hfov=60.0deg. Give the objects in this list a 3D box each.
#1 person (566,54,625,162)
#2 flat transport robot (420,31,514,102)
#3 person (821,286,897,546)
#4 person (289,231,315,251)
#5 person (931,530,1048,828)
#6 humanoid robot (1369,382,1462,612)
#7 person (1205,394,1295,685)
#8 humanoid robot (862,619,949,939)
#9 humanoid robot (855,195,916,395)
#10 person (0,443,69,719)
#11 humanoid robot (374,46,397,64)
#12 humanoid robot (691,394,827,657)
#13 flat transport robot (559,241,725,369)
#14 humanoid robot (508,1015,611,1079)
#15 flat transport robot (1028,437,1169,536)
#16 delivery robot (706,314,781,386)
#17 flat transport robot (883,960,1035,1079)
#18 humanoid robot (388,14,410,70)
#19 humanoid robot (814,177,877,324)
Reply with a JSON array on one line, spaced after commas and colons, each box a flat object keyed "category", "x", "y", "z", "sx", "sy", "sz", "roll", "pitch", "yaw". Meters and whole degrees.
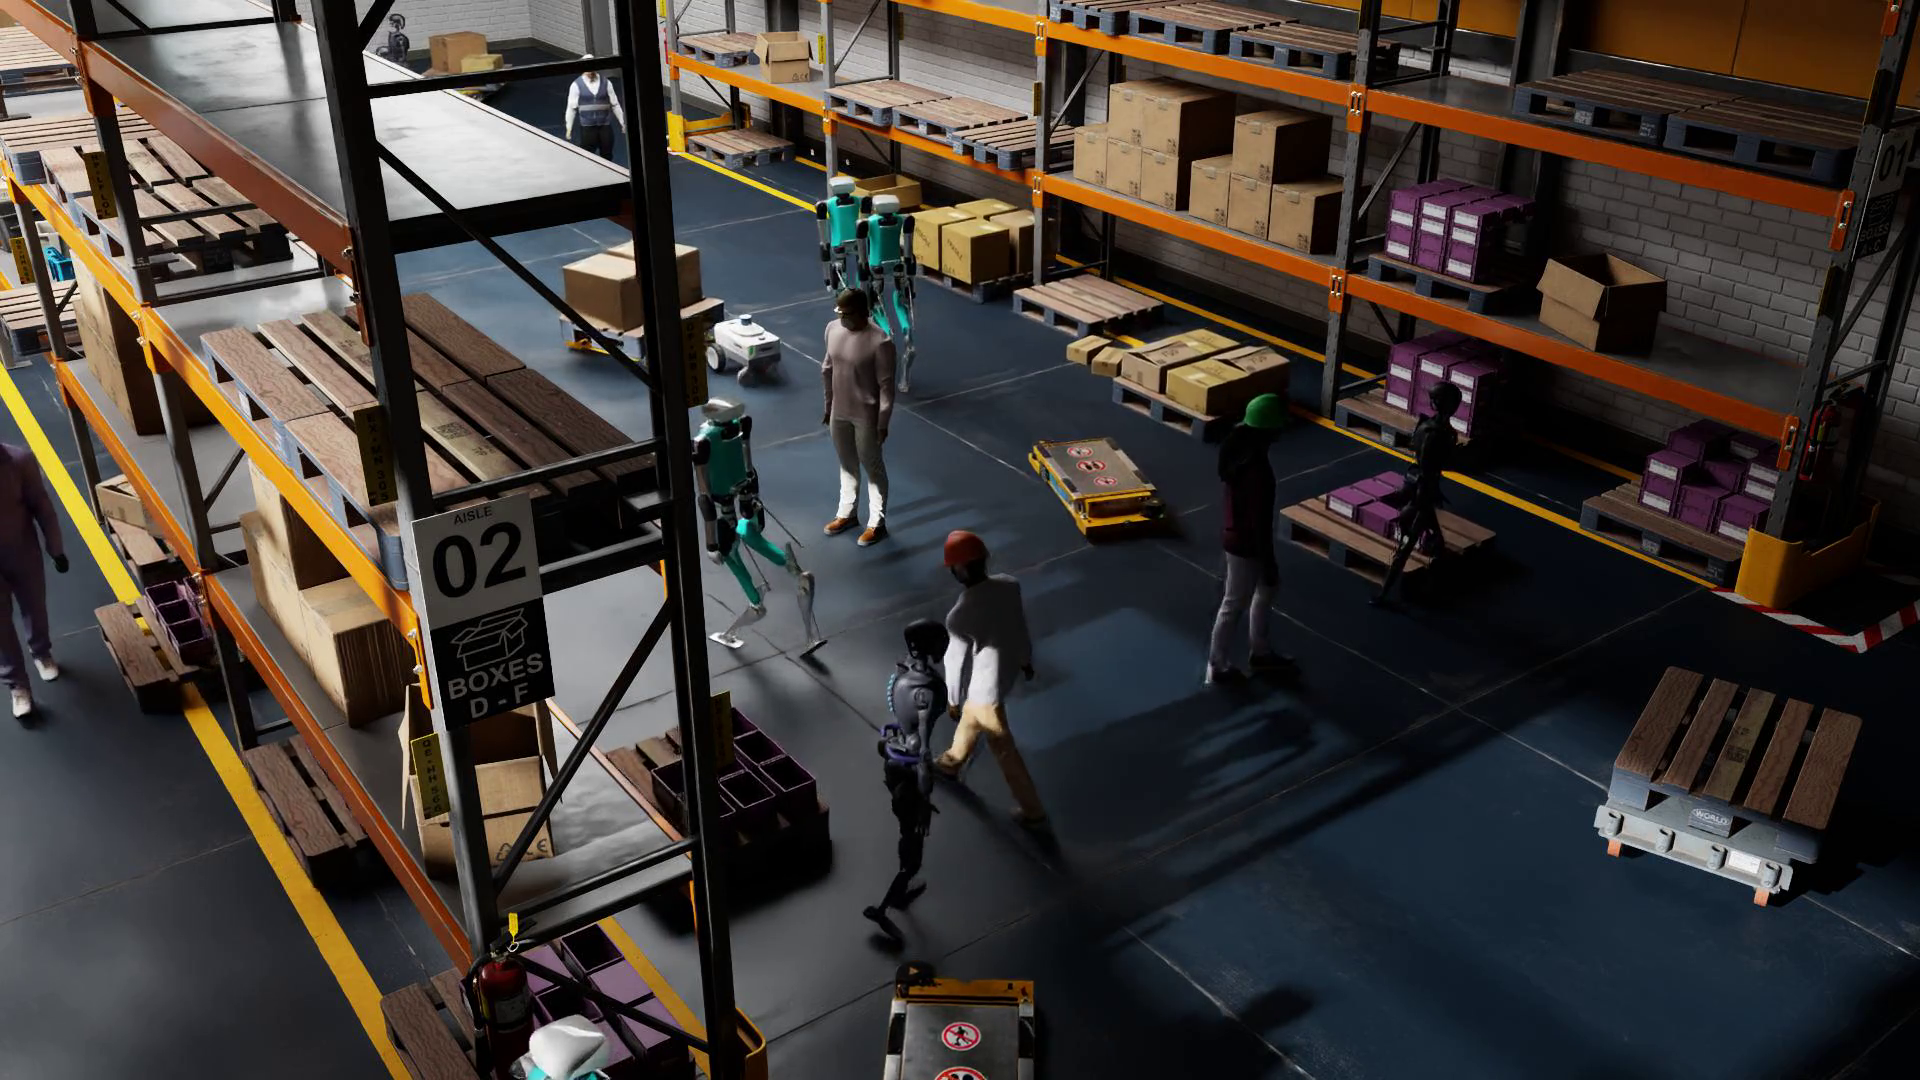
[{"category": "person", "x": -4.477, "y": -5.083, "z": 20.452, "sx": 0.768, "sy": 1.750, "sz": 0.465, "roll": -12, "pitch": 29, "yaw": -22}, {"category": "flat transport robot", "x": -7.652, "y": -6.971, "z": 25.853, "sx": 0.659, "sy": 0.231, "sz": 1.431, "roll": 1, "pitch": 27, "yaw": 2}, {"category": "person", "x": -0.736, "y": -0.898, "z": 11.922, "sx": 0.628, "sy": 1.936, "sz": 0.373, "roll": 19, "pitch": 32, "yaw": 32}, {"category": "person", "x": -5.780, "y": -2.203, "z": 14.721, "sx": 0.342, "sy": 1.744, "sz": 0.560, "roll": 21, "pitch": 34, "yaw": 36}, {"category": "person", "x": 0.149, "y": 0.724, "z": 8.978, "sx": 0.932, "sy": 1.670, "sz": 0.620, "roll": 16, "pitch": 31, "yaw": 29}, {"category": "humanoid robot", "x": 3.091, "y": -0.265, "z": 10.961, "sx": 0.631, "sy": 1.633, "sz": 0.601, "roll": 11, "pitch": 29, "yaw": 22}, {"category": "person", "x": 1.871, "y": 0.024, "z": 10.085, "sx": 0.737, "sy": 1.929, "sz": 0.520, "roll": -1, "pitch": 27, "yaw": -2}, {"category": "humanoid robot", "x": -0.288, "y": 1.136, "z": 8.169, "sx": 0.483, "sy": 1.644, "sz": 0.617, "roll": -5, "pitch": 27, "yaw": -10}, {"category": "humanoid robot", "x": -0.574, "y": -2.067, "z": 14.450, "sx": 0.530, "sy": 1.787, "sz": 0.626, "roll": -10, "pitch": 28, "yaw": -18}, {"category": "person", "x": -5.712, "y": 0.126, "z": 9.943, "sx": 0.666, "sy": 1.870, "sz": 0.894, "roll": -16, "pitch": 31, "yaw": -29}, {"category": "humanoid robot", "x": -7.190, "y": -5.536, "z": 21.451, "sx": 0.615, "sy": 1.640, "sz": 0.612, "roll": -12, "pitch": 29, "yaw": -23}, {"category": "humanoid robot", "x": -1.194, "y": -0.004, "z": 10.399, "sx": 0.994, "sy": 1.774, "sz": 0.530, "roll": 14, "pitch": 30, "yaw": 26}, {"category": "flat transport robot", "x": -2.979, "y": -1.875, "z": 15.717, "sx": 1.431, "sy": 0.231, "sz": 0.659, "roll": 16, "pitch": 31, "yaw": 29}, {"category": "humanoid robot", "x": -1.072, "y": 2.300, "z": 5.815, "sx": 0.581, "sy": 1.786, "sz": 0.886, "roll": 22, "pitch": 34, "yaw": 36}, {"category": "flat transport robot", "x": 1.050, "y": -0.444, "z": 12.870, "sx": 0.659, "sy": 0.231, "sz": 1.431, "roll": -7, "pitch": 28, "yaw": -14}, {"category": "delivery robot", "x": -1.966, "y": -1.762, "z": 15.177, "sx": 0.530, "sy": 0.598, "sz": 0.769, "roll": -19, "pitch": 32, "yaw": -33}, {"category": "flat transport robot", "x": -0.004, "y": 2.394, "z": 7.226, "sx": 0.659, "sy": 0.231, "sz": 1.431, "roll": 1, "pitch": 27, "yaw": 2}, {"category": "humanoid robot", "x": -7.993, "y": -6.661, "z": 23.736, "sx": 0.793, "sy": 1.633, "sz": 0.609, "roll": -13, "pitch": 30, "yaw": -25}, {"category": "humanoid robot", "x": -0.933, "y": -2.276, "z": 14.999, "sx": 0.540, "sy": 1.872, "sz": 0.811, "roll": -10, "pitch": 29, "yaw": -20}]
